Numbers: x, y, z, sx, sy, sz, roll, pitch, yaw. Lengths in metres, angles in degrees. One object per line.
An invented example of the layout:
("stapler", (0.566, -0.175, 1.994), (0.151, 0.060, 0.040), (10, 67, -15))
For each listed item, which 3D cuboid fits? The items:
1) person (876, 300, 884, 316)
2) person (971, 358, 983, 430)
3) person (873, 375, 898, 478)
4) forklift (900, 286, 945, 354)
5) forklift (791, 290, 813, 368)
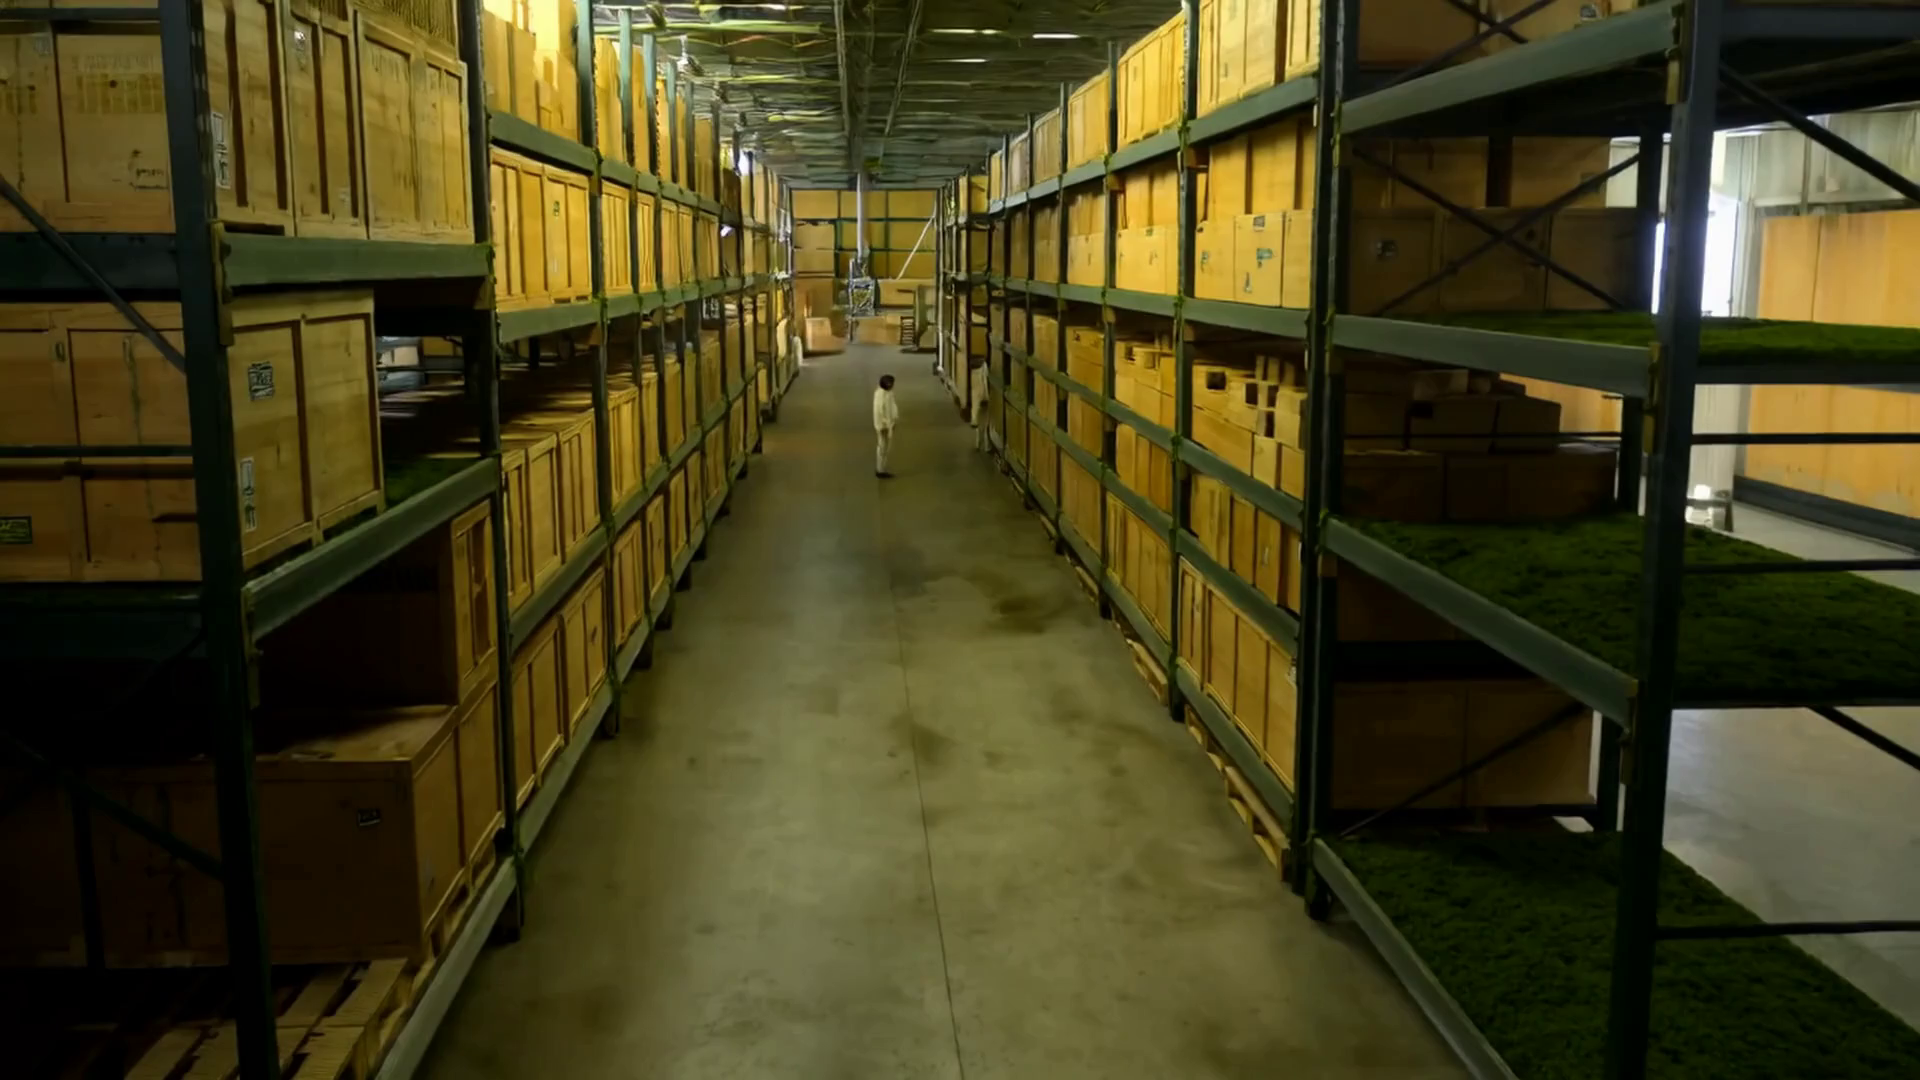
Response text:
("person", (-4.033, -10.868, 82.195), (0.551, 1.936, 0.357), (7, 12, 37))
("person", (0.390, -3.359, 38.250), (0.284, 1.633, 0.498), (0, 10, 0))
("person", (-1.332, -2.035, 29.756), (0.429, 1.836, 0.632), (-3, 10, -16))
("forklift", (-1.556, -9.136, 69.040), (1.873, 2.768, 1.129), (-1, 10, -3))
("forklift", (-6.144, -7.563, 59.647), (1.129, 2.768, 1.873), (3, 10, 17))
